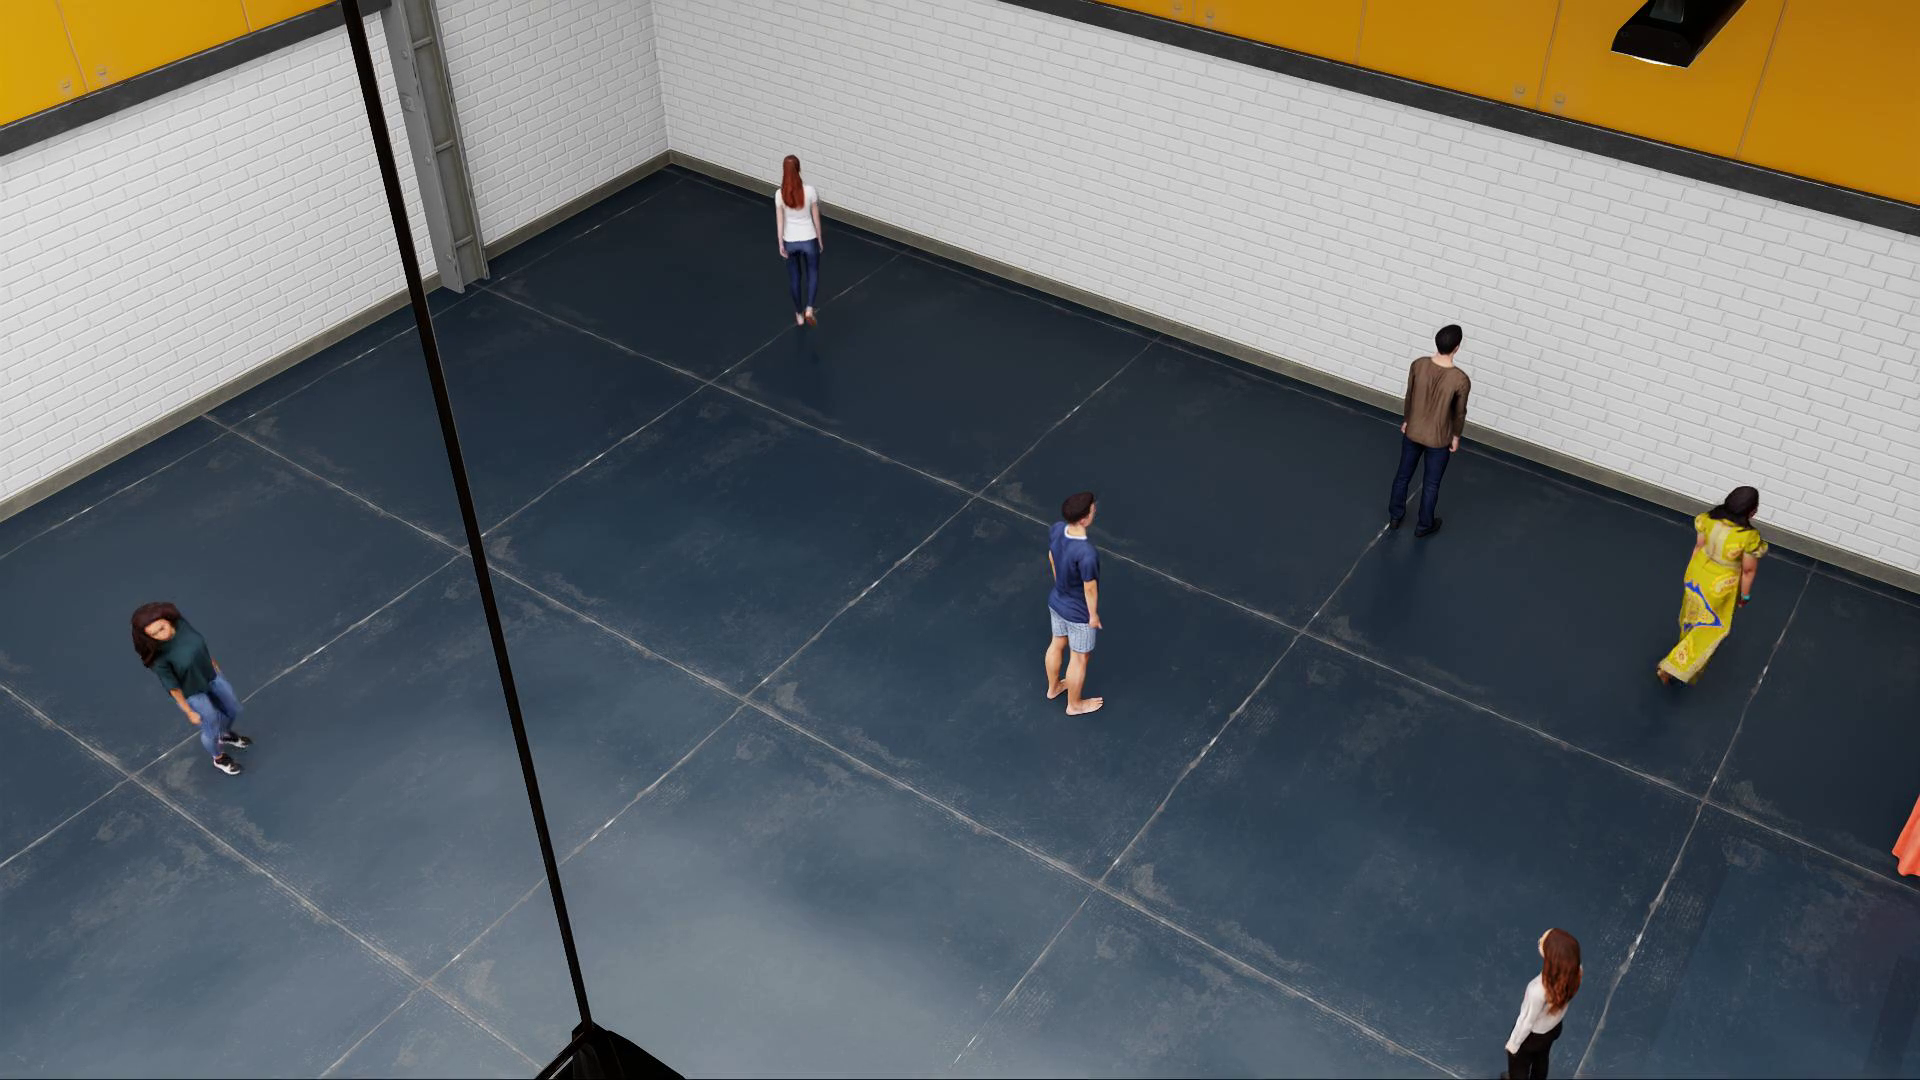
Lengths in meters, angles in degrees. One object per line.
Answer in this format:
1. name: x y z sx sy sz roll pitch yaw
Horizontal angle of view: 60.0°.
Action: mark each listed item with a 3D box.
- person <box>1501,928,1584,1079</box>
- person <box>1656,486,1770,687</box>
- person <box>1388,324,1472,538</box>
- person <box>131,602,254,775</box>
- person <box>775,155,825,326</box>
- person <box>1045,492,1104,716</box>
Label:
1. person: 3.142 2.640 9.016 0.511 1.482 0.658 -25 45 -28
2. person: 5.302 0.343 11.773 1.238 1.633 1.033 -20 43 -24
3. person: 3.685 -0.857 13.071 0.646 1.887 0.544 25 45 28
4. person: -5.059 0.981 11.013 0.825 1.585 0.680 1 39 1
5. person: -1.496 -2.732 15.549 0.812 1.726 0.881 -4 39 -5
6. person: 0.781 0.435 11.483 0.679 1.850 0.692 -23 44 -26
